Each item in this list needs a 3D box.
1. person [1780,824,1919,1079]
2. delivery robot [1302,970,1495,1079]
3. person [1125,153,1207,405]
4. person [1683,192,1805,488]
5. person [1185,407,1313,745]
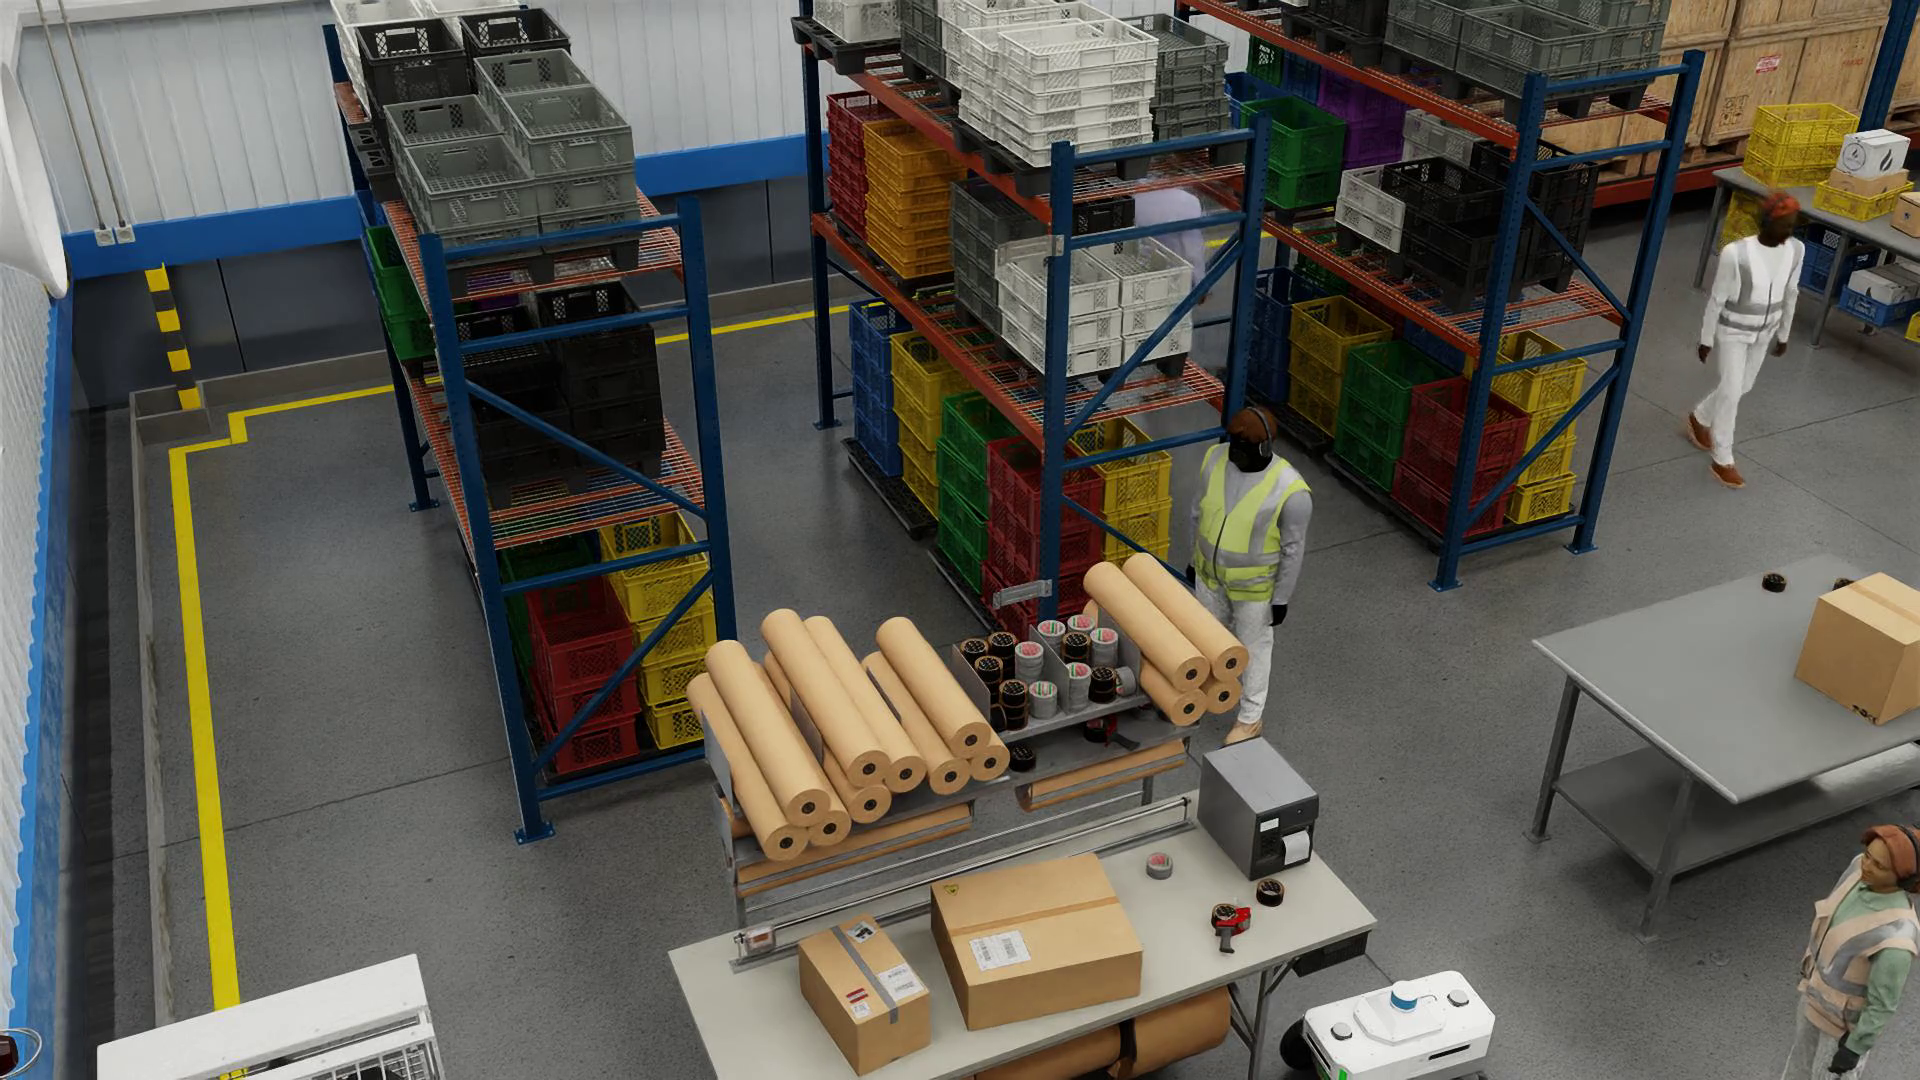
[{"bbox_3d":[3.140,1.659,5.946,0.305,1.645,0.522,5,32,8],"label":"person"},{"bbox_3d":[1.702,1.921,6.470,0.707,0.478,0.477,-10,33,-16],"label":"delivery robot"},{"bbox_3d":[1.401,-1.790,11.309,0.443,1.911,0.635,-21,37,-30],"label":"person"},{"bbox_3d":[5.000,-1.322,10.588,0.592,1.864,0.798,-7,32,-11],"label":"person"},{"bbox_3d":[1.357,0.181,8.163,0.633,1.843,0.429,27,41,36],"label":"person"}]
